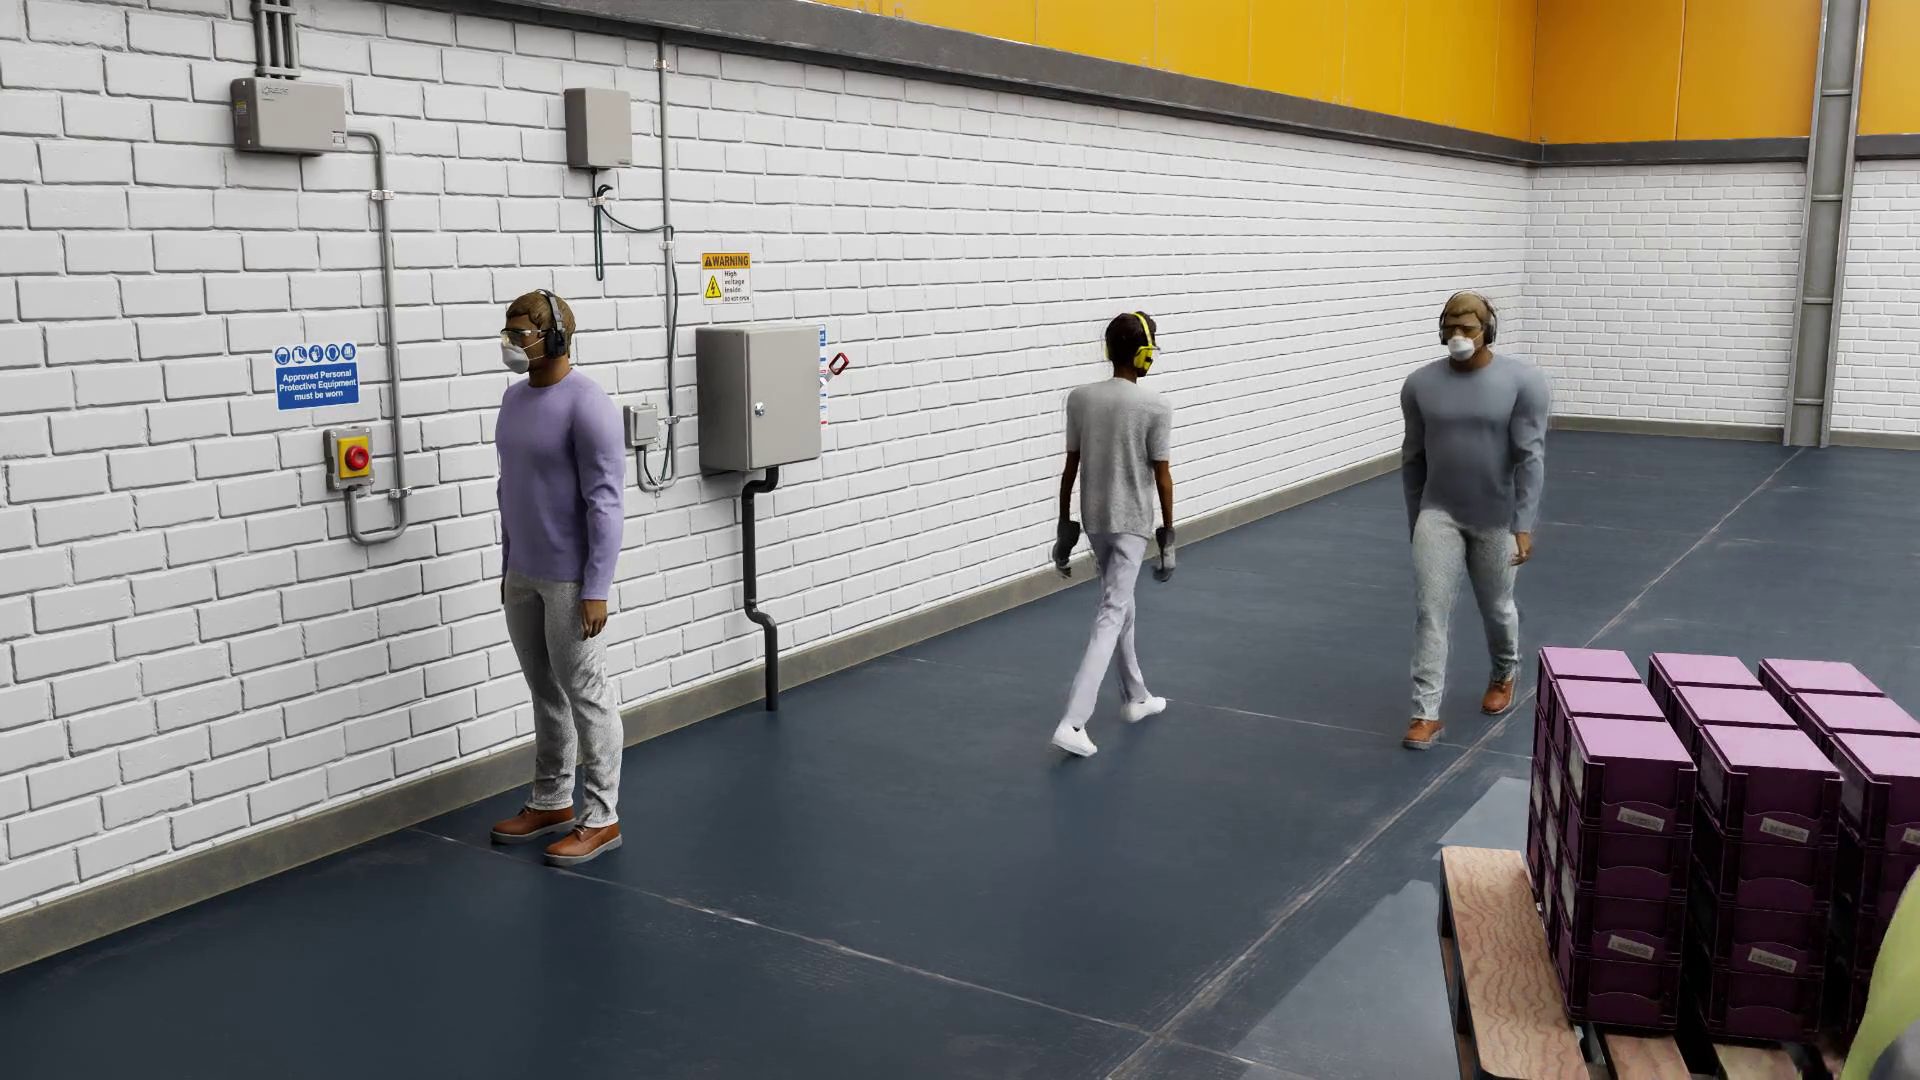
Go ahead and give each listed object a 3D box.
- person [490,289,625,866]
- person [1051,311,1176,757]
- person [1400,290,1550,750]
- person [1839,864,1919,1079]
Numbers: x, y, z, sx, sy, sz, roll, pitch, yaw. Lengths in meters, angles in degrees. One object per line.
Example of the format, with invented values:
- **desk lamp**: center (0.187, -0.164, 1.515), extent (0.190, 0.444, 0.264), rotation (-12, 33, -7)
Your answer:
- **person**: center (-1.374, 0.127, 5.649), extent (0.627, 1.940, 0.372), rotation (10, 14, 43)
- **person**: center (0.641, -0.038, 6.930), extent (0.516, 1.822, 1.000), rotation (8, 13, 37)
- **person**: center (2.182, -0.111, 7.089), extent (0.629, 1.907, 0.929), rotation (6, 12, 30)
- **person**: center (1.041, 0.943, 1.557), extent (0.954, 1.777, 0.628), rotation (7, 12, 33)
